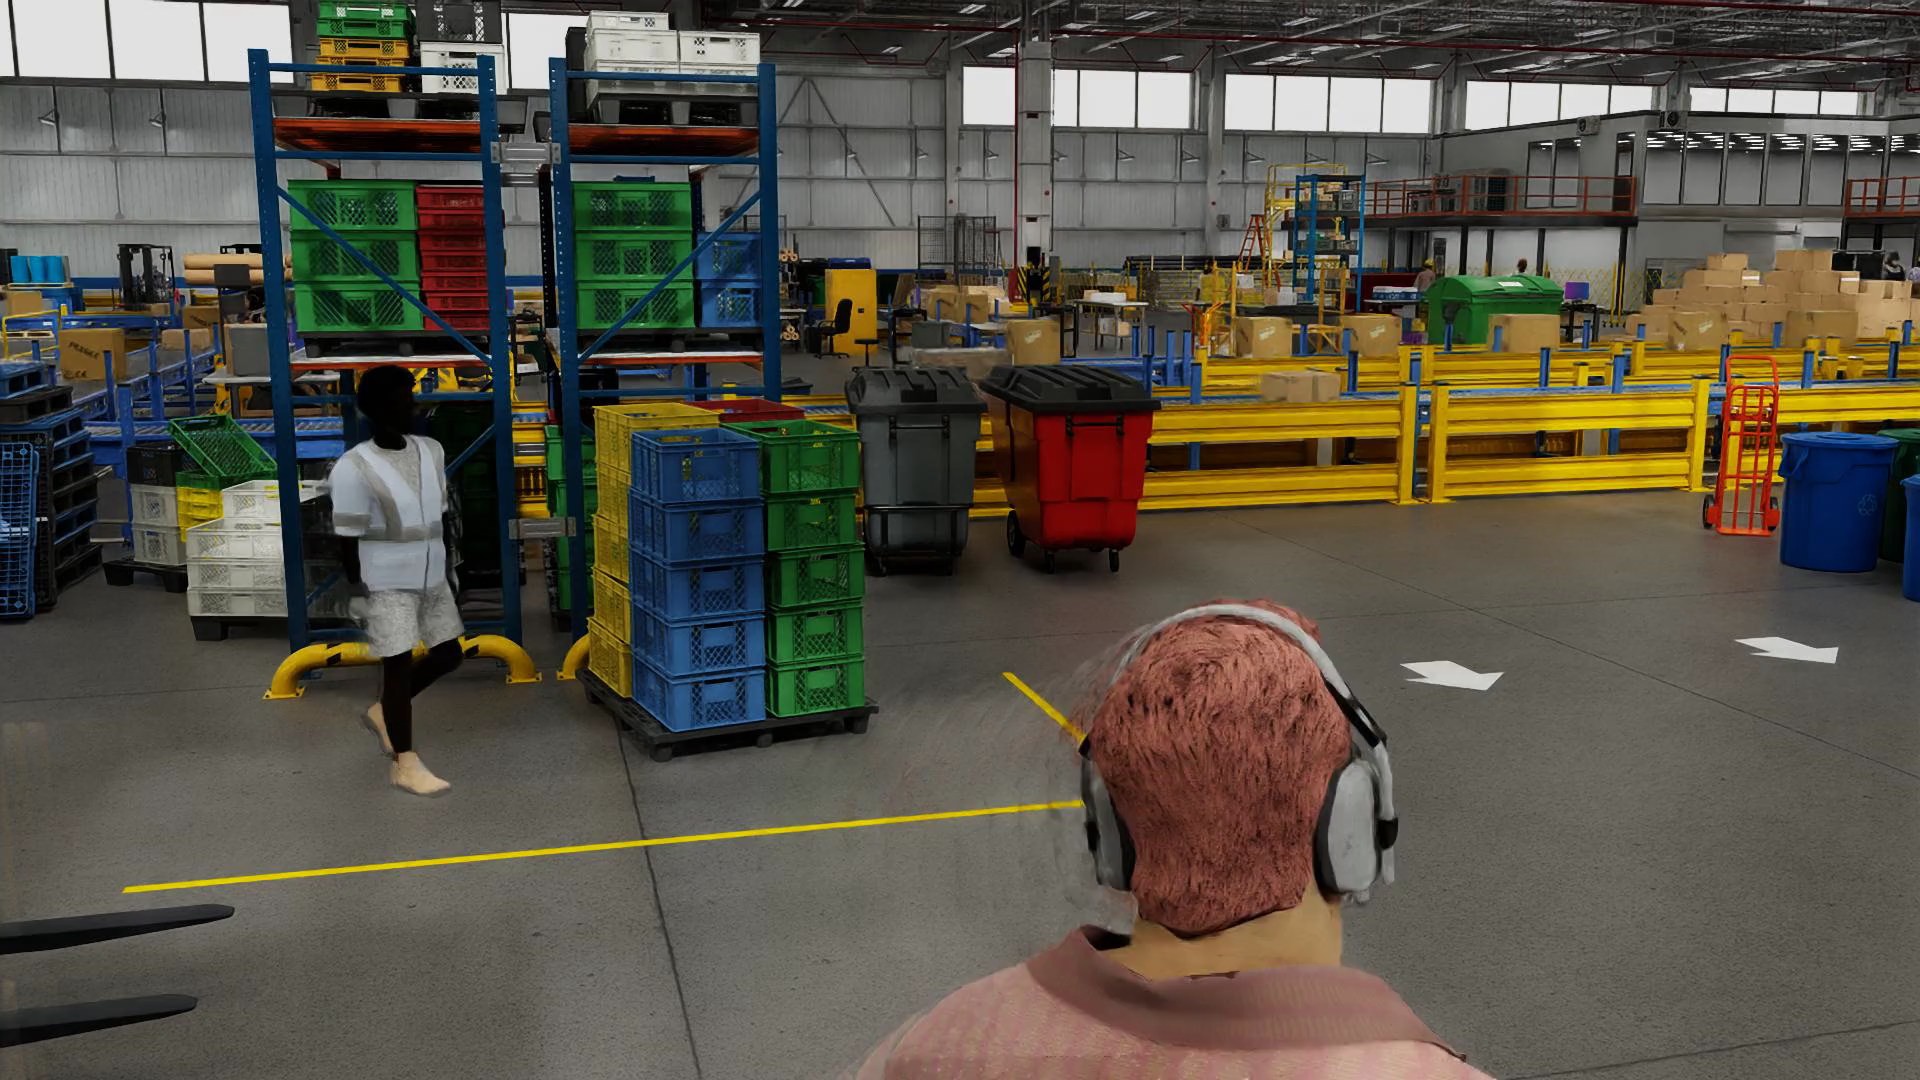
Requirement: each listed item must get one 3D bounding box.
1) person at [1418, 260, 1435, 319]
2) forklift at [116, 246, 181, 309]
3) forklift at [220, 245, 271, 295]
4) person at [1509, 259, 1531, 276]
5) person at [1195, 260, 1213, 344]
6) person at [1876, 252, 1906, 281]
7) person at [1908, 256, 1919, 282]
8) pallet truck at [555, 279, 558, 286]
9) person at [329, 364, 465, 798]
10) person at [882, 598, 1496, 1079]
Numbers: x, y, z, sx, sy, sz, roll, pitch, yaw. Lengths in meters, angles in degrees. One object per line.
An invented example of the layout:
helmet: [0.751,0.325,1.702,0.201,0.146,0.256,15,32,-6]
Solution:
person: [12.693,-6.729,45.210,0.522,1.769,0.318,9,13,41]
forklift: [-19.966,-6.232,40.894,1.157,1.987,2.680,-3,10,-15]
forklift: [-17.749,-6.334,41.440,1.157,1.987,2.680,-3,10,-17]
person: [13.187,-5.695,39.178,0.593,1.838,0.976,-2,10,-13]
person: [5.212,-5.026,35.329,0.435,1.851,0.506,5,11,27]
person: [23.017,-6.150,41.152,0.685,2.000,0.884,0,10,-2]
person: [24.431,-6.302,42.335,0.586,1.928,0.369,4,11,21]
pallet truck: [-10.604,-6.375,44.520,0.653,1.274,1.630,-3,10,-15]
person: [-2.202,0.156,6.447,0.455,1.682,0.554,5,11,28]
person: [0.190,0.979,1.293,0.642,1.864,0.959,10,14,44]
